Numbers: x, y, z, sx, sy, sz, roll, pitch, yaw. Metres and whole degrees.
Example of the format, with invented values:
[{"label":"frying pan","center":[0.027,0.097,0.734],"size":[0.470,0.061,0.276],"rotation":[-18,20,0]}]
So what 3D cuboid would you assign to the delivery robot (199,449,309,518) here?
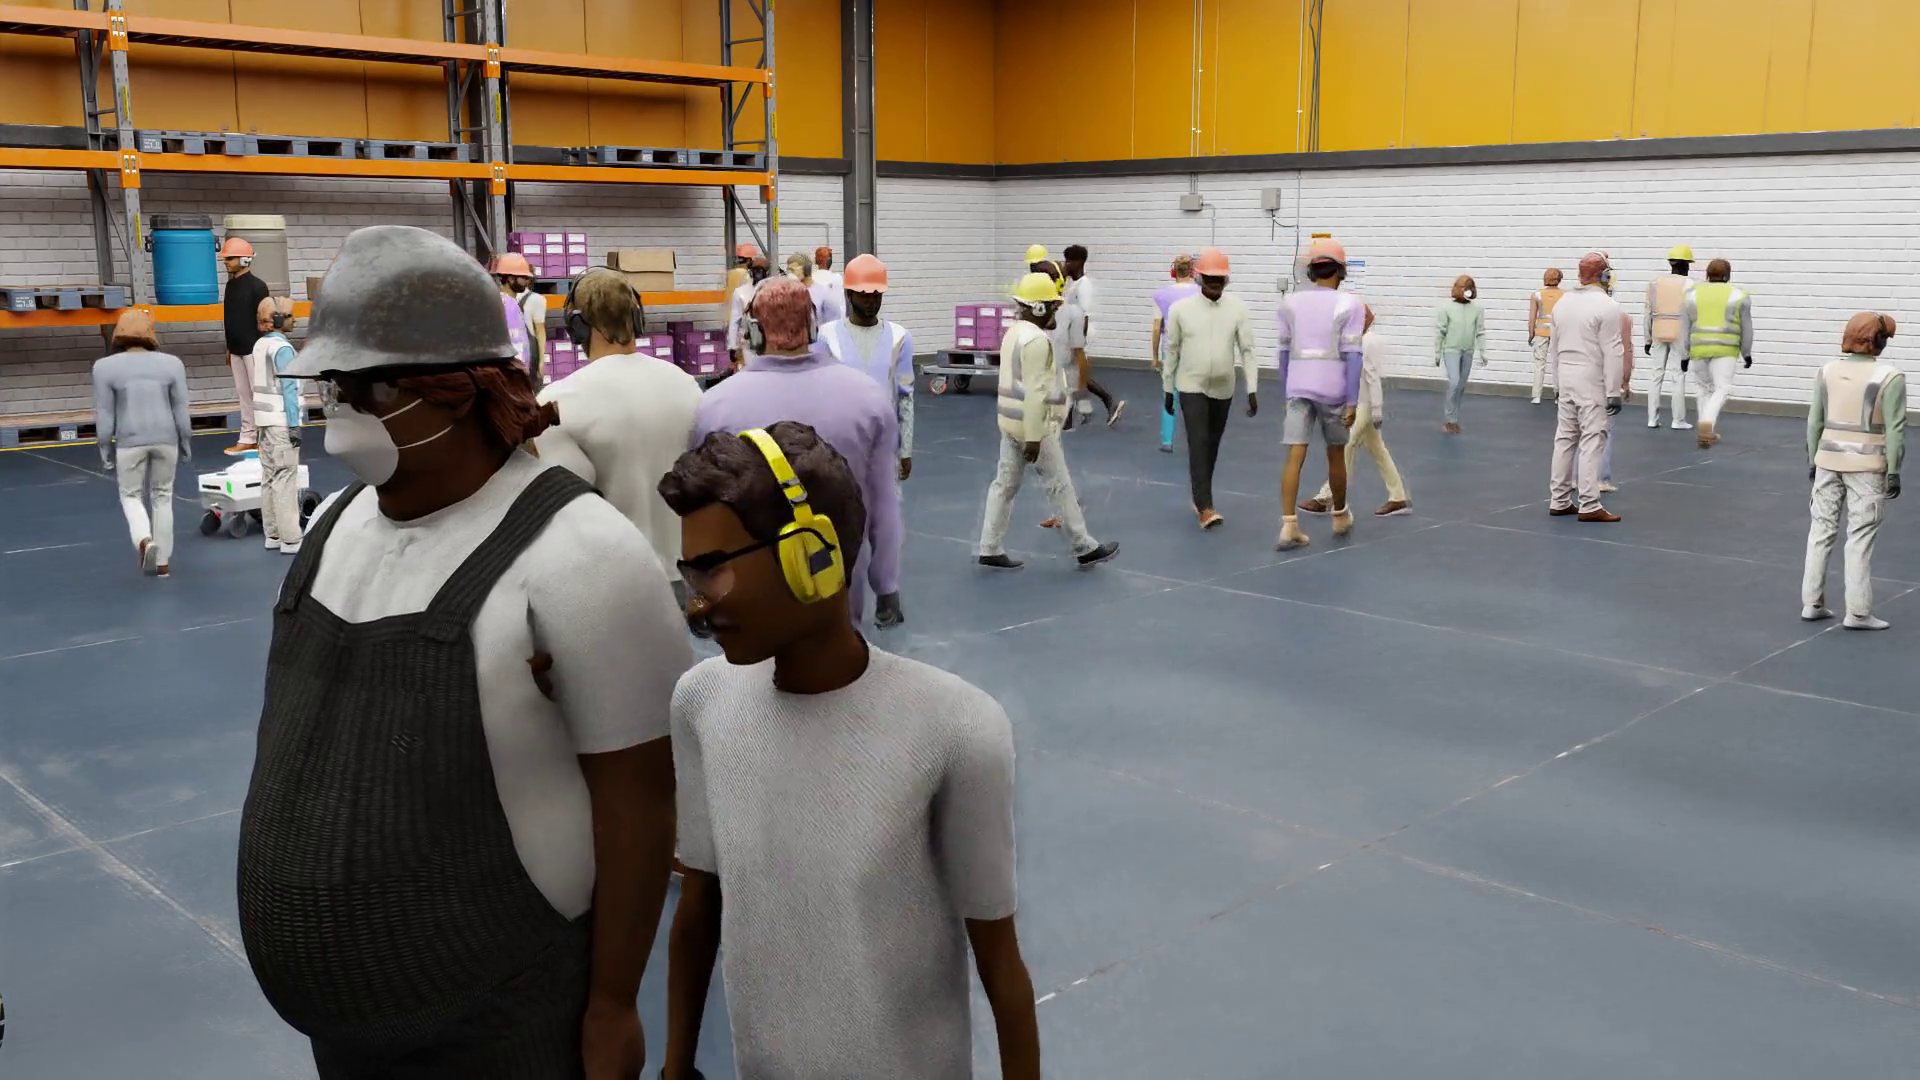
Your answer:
[{"label":"delivery robot","center":[-4.837,-0.379,11.409],"size":[0.477,0.478,0.707],"rotation":[5,12,27]}]

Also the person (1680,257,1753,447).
[{"label":"person","center":[7.226,-1.796,15.970],"size":[0.636,1.819,0.818],"rotation":[10,14,42]}]

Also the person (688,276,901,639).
[{"label":"person","center":[-0.542,0.122,5.258],"size":[0.682,1.892,0.456],"rotation":[-3,11,-17]}]

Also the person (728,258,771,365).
[{"label":"person","center":[-2.075,-2.025,17.281],"size":[0.653,1.788,0.978],"rotation":[1,10,3]}]

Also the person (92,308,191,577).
[{"label":"person","center":[-4.753,-0.547,9.721],"size":[0.503,1.610,0.510],"rotation":[-7,13,-34]}]

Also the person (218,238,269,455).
[{"label":"person","center":[-6.529,-1.750,15.210],"size":[0.611,1.996,0.379],"rotation":[7,13,35]}]

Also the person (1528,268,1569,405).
[{"label":"person","center":[7.054,-2.426,19.871],"size":[0.512,1.638,0.312],"rotation":[4,11,20]}]

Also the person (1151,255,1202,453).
[{"label":"person","center":[2.068,-1.723,15.477],"size":[0.570,1.840,0.372],"rotation":[1,10,3]}]

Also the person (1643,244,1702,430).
[{"label":"person","center":[7.446,-2.115,17.397],"size":[0.589,1.924,0.384],"rotation":[10,15,44]}]

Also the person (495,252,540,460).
[{"label":"person","center":[-3.670,-1.361,13.402],"size":[0.969,1.896,0.565],"rotation":[-3,11,-18]}]

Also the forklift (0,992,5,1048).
[{"label":"forklift","center":[-3.245,0.323,3.363],"size":[2.313,2.155,1.214],"rotation":[2,11,13]}]

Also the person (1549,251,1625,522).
[{"label":"person","center":[4.475,-1.086,11.819],"size":[0.410,1.913,0.651],"rotation":[-4,11,-20]}]

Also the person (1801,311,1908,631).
[{"label":"person","center":[4.608,-0.355,8.584],"size":[0.310,1.636,0.523],"rotation":[-5,12,-26]}]

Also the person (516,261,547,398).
[{"label":"person","center":[-4.026,-1.674,15.379],"size":[0.521,1.784,0.994],"rotation":[1,10,6]}]

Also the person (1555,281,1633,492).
[{"label":"person","center":[4.962,-1.231,13.102],"size":[0.629,1.749,0.418],"rotation":[3,11,15]}]

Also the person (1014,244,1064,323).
[{"label":"person","center":[0.834,-2.217,17.949],"size":[0.585,1.925,0.377],"rotation":[6,12,32]}]

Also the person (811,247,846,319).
[{"label":"person","center":[-1.636,-2.604,20.177],"size":[0.574,1.883,0.355],"rotation":[5,11,23]}]

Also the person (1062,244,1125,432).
[{"label":"person","center":[1.292,-2.066,17.120],"size":[0.775,1.937,0.609],"rotation":[0,10,-1]}]

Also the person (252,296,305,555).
[{"label":"person","center":[-4.326,-0.726,10.593],"size":[0.315,1.641,0.514],"rotation":[-9,14,-40]}]

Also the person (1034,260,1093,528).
[{"label":"person","center":[0.656,-0.984,11.417],"size":[0.443,1.849,0.569],"rotation":[-7,13,-34]}]

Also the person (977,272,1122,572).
[{"label":"person","center":[0.526,-0.689,9.959],"size":[0.938,1.790,0.616],"rotation":[-3,11,-15]}]

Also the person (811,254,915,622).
[{"label":"person","center":[-0.490,-0.503,8.611],"size":[0.540,1.929,0.391],"rotation":[-3,11,-13]}]

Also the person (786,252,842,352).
[{"label":"person","center":[-1.338,-1.558,14.498],"size":[0.653,1.875,1.054],"rotation":[7,12,32]}]

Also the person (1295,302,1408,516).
[{"label":"person","center":[2.858,-0.945,11.928],"size":[0.855,1.578,0.511],"rotation":[0,10,0]}]

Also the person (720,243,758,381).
[{"label":"person","center":[-2.733,-2.759,20.913],"size":[0.581,1.920,0.482],"rotation":[10,14,42]}]

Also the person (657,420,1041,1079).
[{"label":"person","center":[-0.112,0.740,2.170],"size":[0.562,1.818,0.968],"rotation":[6,12,31]}]

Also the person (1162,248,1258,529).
[{"label":"person","center":[1.765,-1.072,11.709],"size":[0.622,1.934,1.064],"rotation":[-2,11,-9]}]

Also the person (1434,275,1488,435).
[{"label":"person","center":[5.124,-1.881,16.950],"size":[0.503,1.613,0.563],"rotation":[-3,11,-15]}]

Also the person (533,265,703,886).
[{"label":"person","center":[-1.007,0.157,4.982],"size":[0.378,1.934,0.629],"rotation":[7,13,35]}]

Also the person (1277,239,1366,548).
[{"label":"person","center":[2.367,-0.961,10.914],"size":[0.613,1.980,1.020],"rotation":[7,12,32]}]
